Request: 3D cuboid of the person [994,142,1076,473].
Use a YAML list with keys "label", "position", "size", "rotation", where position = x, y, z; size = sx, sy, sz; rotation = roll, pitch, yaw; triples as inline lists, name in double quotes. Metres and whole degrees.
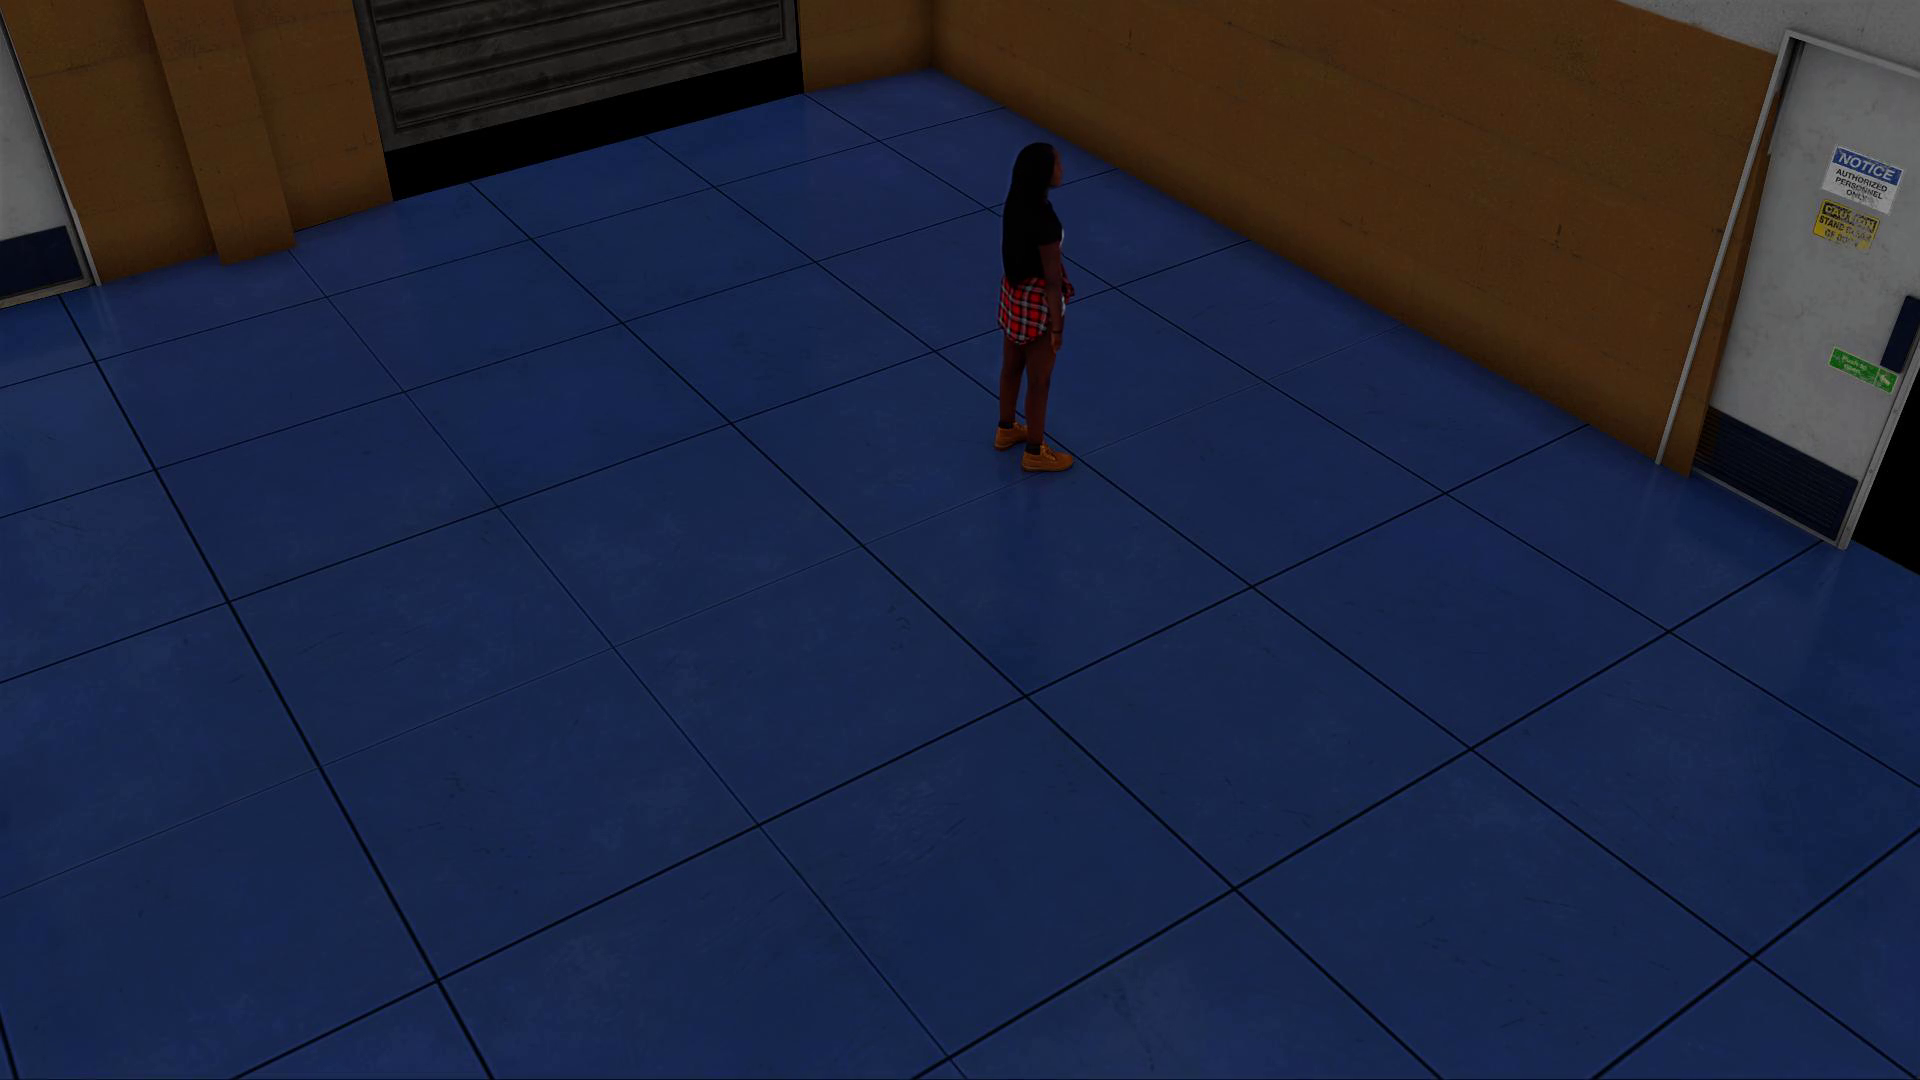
- label: "person"
  position: [0.358, -1.147, 8.237]
  size: [0.625, 1.727, 0.633]
  rotation: [-18, 40, -22]
